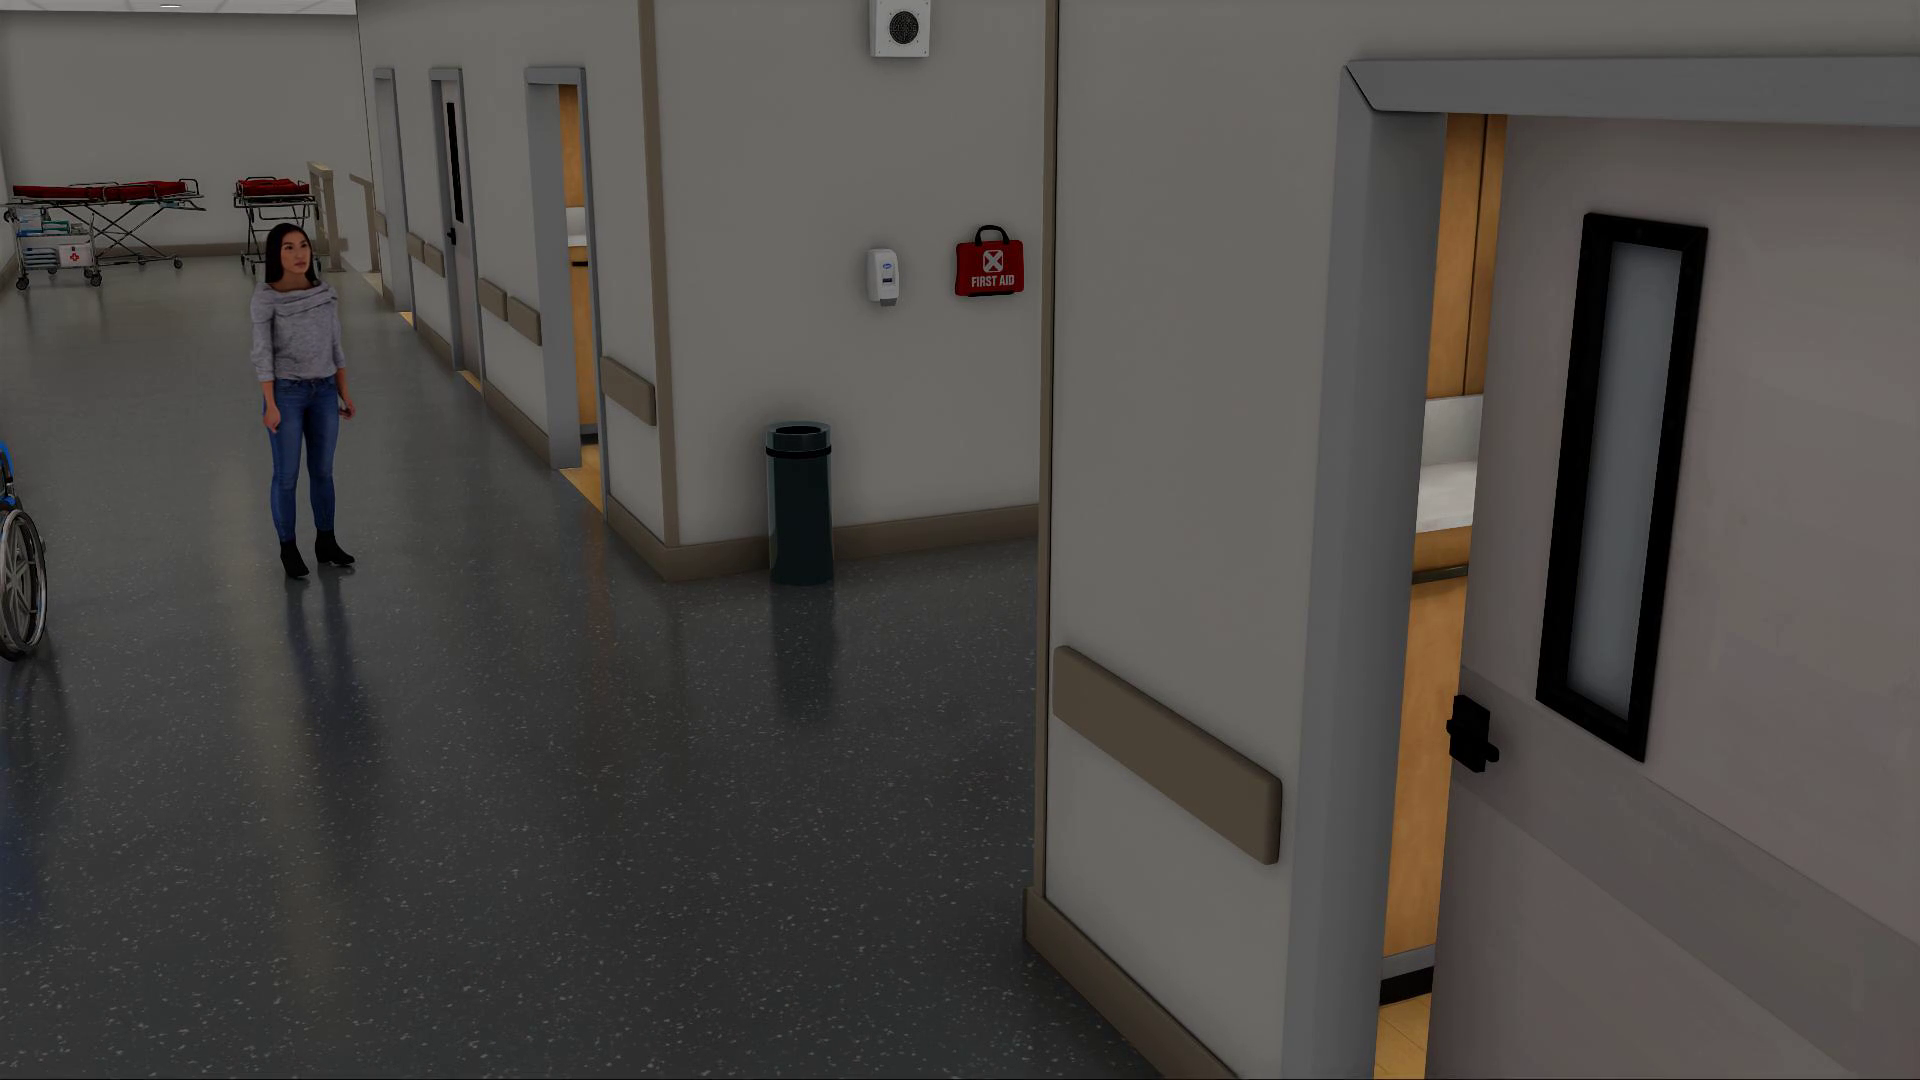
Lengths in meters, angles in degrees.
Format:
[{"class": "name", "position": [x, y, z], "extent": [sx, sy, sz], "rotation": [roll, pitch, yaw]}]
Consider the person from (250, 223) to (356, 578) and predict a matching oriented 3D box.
[{"class": "person", "position": [-3.071, -0.655, 7.733], "extent": [0.667, 1.633, 0.676], "rotation": [12, 20, 36]}]
